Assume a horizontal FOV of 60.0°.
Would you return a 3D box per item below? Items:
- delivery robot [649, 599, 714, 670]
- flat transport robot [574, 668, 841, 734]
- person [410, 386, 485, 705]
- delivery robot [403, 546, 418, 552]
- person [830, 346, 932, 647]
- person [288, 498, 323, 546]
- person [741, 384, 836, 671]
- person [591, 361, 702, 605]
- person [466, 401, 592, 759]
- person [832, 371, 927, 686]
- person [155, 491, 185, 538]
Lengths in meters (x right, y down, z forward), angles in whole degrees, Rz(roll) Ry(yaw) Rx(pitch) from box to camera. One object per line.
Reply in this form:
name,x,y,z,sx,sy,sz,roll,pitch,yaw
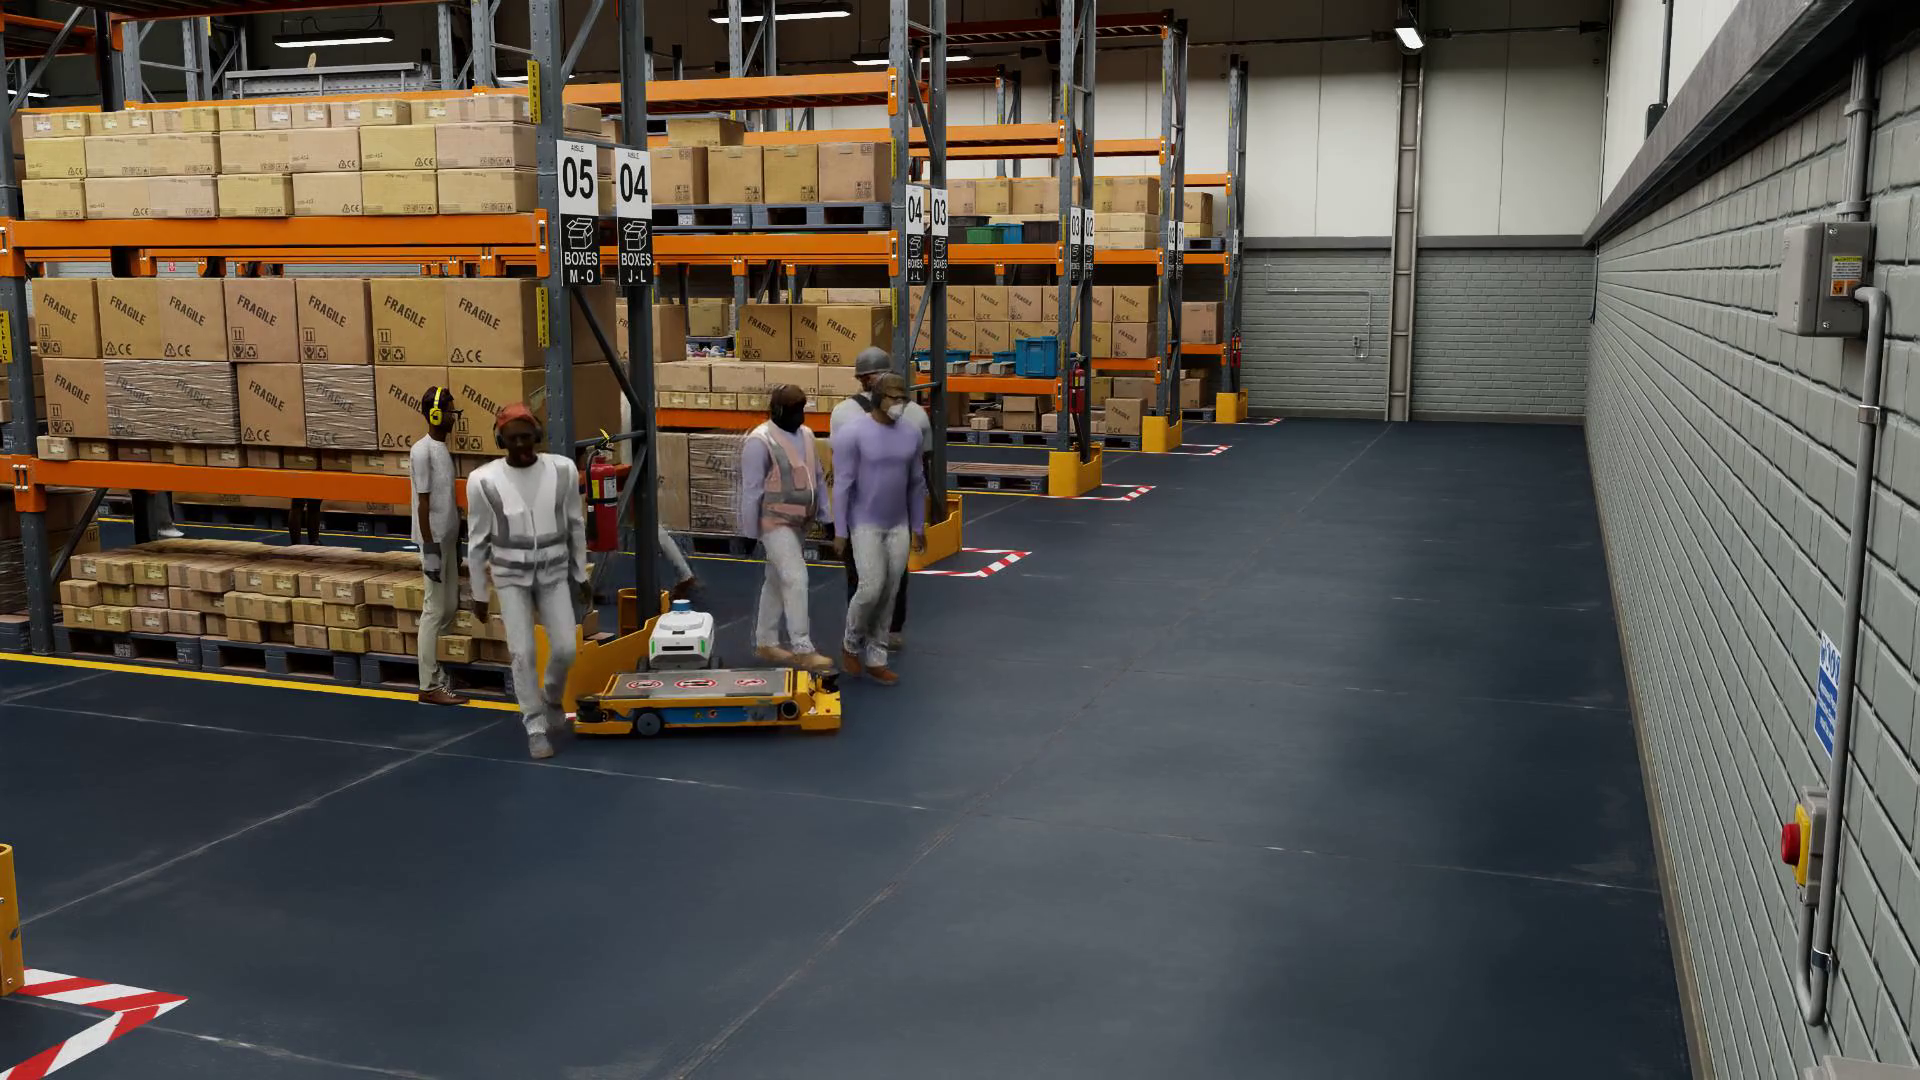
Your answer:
delivery robot,-1.655,0.598,9.918,0.477,0.478,0.707,-1,9,-5
flat transport robot,-1.386,0.889,9.278,1.431,0.197,0.652,-1,9,-5
person,-3.009,0.034,9.686,0.333,1.860,0.510,0,9,2
delivery robot,-3.907,0.287,11.859,0.707,0.478,0.477,3,10,18
person,-0.538,-0.305,11.224,0.701,2.000,0.603,-1,9,-8
person,-5.521,-0.714,14.134,0.374,1.928,0.543,3,9,15
person,-1.026,-0.082,10.551,0.776,1.805,0.617,4,10,25
person,-2.450,-0.429,12.477,0.995,1.901,0.632,2,9,12
person,-2.227,0.201,8.609,0.623,1.863,0.540,-4,10,-25
person,-0.472,-0.068,10.109,0.640,1.922,0.417,-7,12,-38
person,-7.668,-0.980,15.818,0.576,1.914,0.595,3,10,18
